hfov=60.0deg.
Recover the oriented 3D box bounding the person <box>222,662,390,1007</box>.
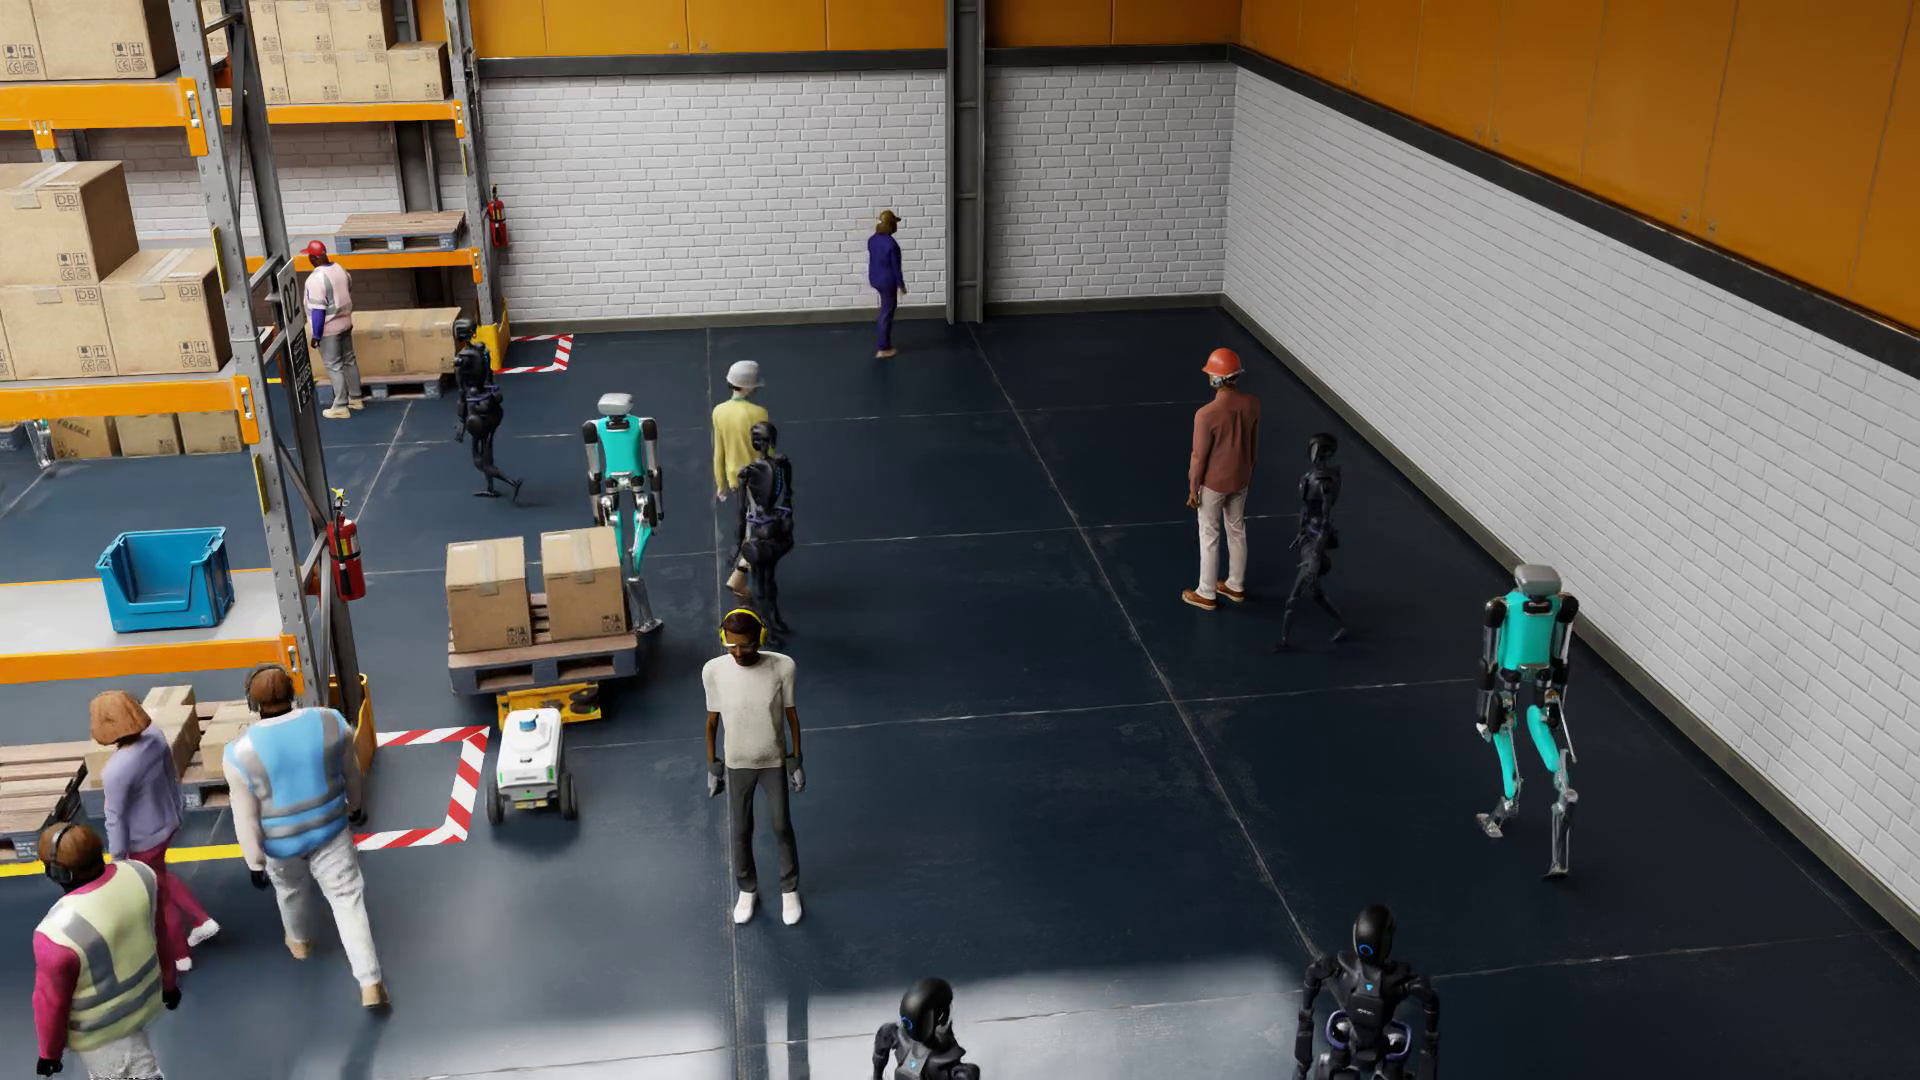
[{"bbox_3d":[-3.217,1.461,8.219,0.643,1.796,1.015,-15,28,-30],"label":"person"}]

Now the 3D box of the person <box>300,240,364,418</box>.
[{"bbox_3d":[-6.153,-2.065,16.255,0.420,1.750,0.625,6,24,12],"label":"person"}]

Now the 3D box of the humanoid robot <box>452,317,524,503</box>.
[{"bbox_3d":[-4.006,-1.106,14.167,0.572,1.639,0.592,5,24,12],"label":"humanoid robot"}]

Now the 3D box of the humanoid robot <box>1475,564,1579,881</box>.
[{"bbox_3d":[3.201,1.081,9.149,0.529,1.775,0.994,-3,24,-8],"label":"humanoid robot"}]

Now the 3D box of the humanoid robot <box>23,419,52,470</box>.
[{"bbox_3d":[-8.288,-1.403,14.823,0.551,1.759,1.043,-16,28,-32],"label":"humanoid robot"}]

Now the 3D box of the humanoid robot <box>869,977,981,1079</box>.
[{"bbox_3d":[-0.072,2.340,6.393,0.590,1.650,0.772,15,28,31],"label":"humanoid robot"}]

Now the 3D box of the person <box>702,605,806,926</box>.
[{"bbox_3d":[-1.072,1.185,8.730,0.520,1.856,0.345,-1,24,-2],"label":"person"}]

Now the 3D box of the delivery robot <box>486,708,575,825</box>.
[{"bbox_3d":[-2.579,1.320,10.015,0.499,0.580,0.766,-4,24,-8],"label":"delivery robot"}]

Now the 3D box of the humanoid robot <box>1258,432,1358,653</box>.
[{"bbox_3d":[2.516,0.021,11.654,0.742,1.632,0.613,0,24,0],"label":"humanoid robot"}]

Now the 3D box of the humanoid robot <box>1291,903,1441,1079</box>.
[{"bbox_3d":[1.658,2.151,6.750,0.612,1.646,0.362,8,25,19],"label":"humanoid robot"}]

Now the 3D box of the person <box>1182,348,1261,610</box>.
[{"bbox_3d":[1.927,-0.454,12.301,0.613,1.987,0.400,-14,27,-29],"label":"person"}]

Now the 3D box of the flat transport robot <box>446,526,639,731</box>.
[{"bbox_3d":[-2.840,0.864,11.429,0.659,0.231,1.431,-6,24,-13],"label":"flat transport robot"}]

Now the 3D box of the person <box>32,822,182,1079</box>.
[{"bbox_3d":[-3.527,1.981,6.990,0.944,1.801,0.623,3,24,6],"label":"person"}]

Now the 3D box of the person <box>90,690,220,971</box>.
[{"bbox_3d":[-4.102,1.480,8.346,0.344,1.621,0.499,0,24,1],"label":"person"}]

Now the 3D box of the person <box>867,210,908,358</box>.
[{"bbox_3d":[-0.762,-2.791,18.076,0.450,1.612,0.474,-15,28,-31],"label":"person"}]

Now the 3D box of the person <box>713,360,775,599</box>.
[{"bbox_3d":[-1.621,-0.487,12.561,0.454,1.827,0.875,12,26,26],"label":"person"}]

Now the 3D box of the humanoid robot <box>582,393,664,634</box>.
[{"bbox_3d":[-2.384,-0.113,11.810,0.548,1.761,0.767,-2,24,-4],"label":"humanoid robot"}]

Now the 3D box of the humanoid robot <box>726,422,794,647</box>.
[{"bbox_3d":[-1.421,-0.044,11.758,0.443,1.650,0.601,16,29,33],"label":"humanoid robot"}]
